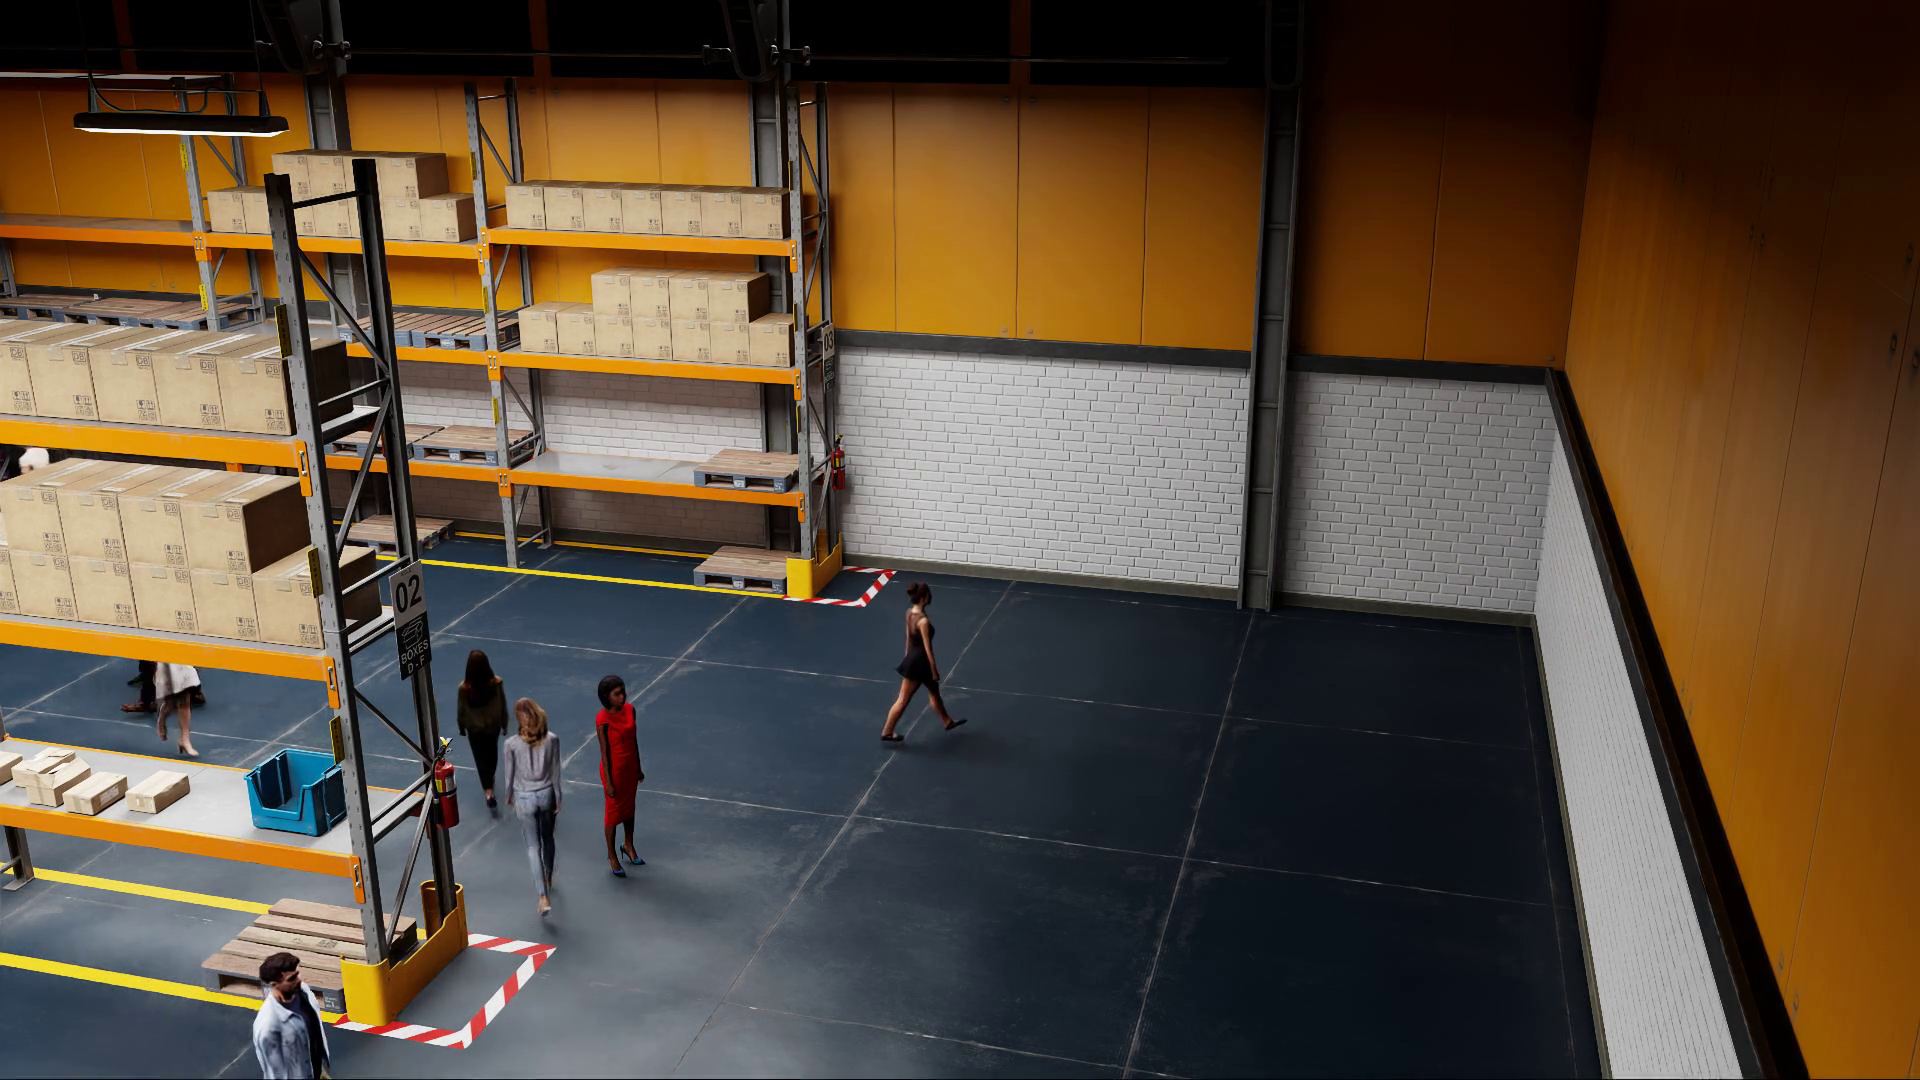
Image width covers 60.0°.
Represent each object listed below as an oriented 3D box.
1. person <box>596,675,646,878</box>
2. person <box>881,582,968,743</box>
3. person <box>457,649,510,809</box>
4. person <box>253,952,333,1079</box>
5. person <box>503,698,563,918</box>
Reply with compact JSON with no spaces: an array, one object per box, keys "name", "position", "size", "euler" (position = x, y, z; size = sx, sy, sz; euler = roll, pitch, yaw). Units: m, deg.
[{"name":"person","position":[-2.832,1.936,13.814],"size":[0.589,1.744,0.619],"euler":[11,22,30]},{"name":"person","position":[-0.477,1.229,16.106],"size":[1.186,1.621,1.001],"euler":[-6,20,-18]},{"name":"person","position":[-4.272,1.715,14.940],"size":[0.997,1.445,1.022],"euler":[-8,20,-24]},{"name":"person","position":[-4.001,3.231,9.882],"size":[0.693,1.800,0.728],"euler":[2,19,7]},{"name":"person","position":[-3.355,2.137,13.184],"size":[1.085,1.765,1.105],"euler":[-8,20,-23]}]
